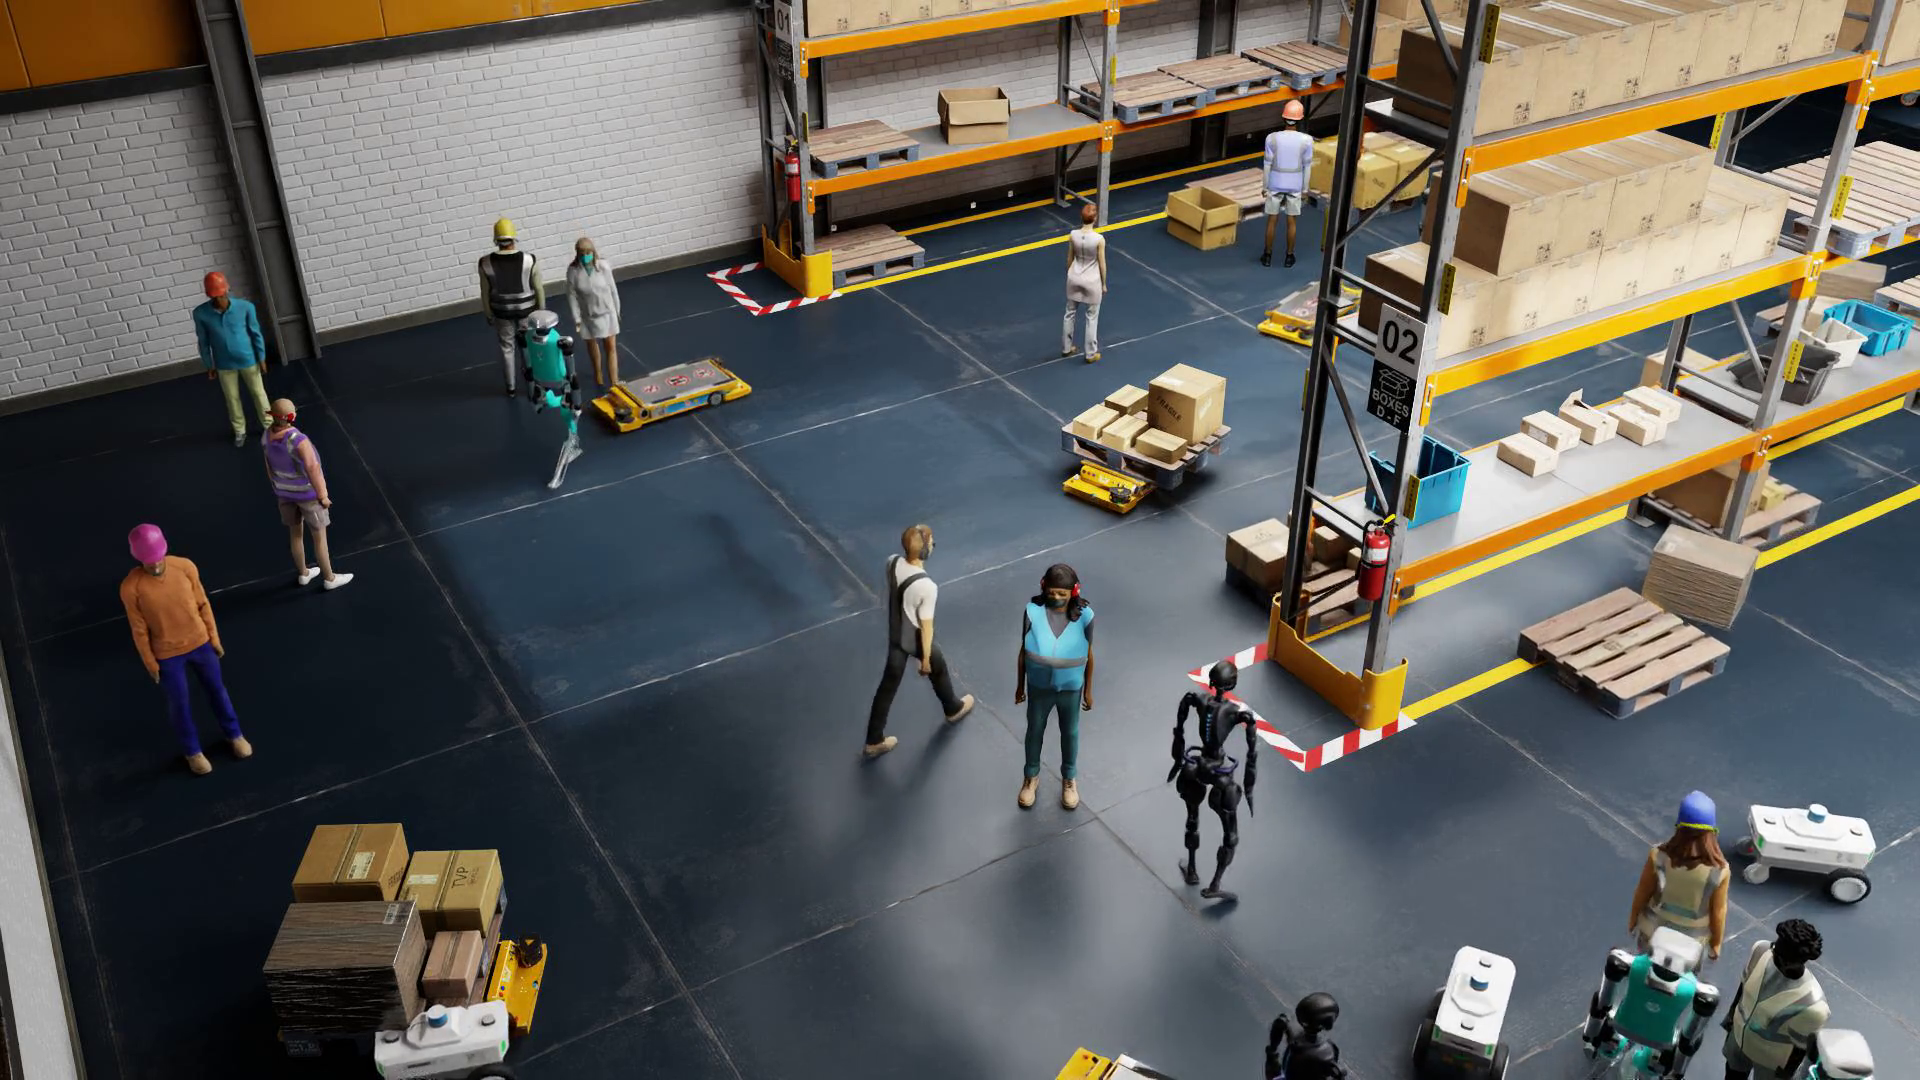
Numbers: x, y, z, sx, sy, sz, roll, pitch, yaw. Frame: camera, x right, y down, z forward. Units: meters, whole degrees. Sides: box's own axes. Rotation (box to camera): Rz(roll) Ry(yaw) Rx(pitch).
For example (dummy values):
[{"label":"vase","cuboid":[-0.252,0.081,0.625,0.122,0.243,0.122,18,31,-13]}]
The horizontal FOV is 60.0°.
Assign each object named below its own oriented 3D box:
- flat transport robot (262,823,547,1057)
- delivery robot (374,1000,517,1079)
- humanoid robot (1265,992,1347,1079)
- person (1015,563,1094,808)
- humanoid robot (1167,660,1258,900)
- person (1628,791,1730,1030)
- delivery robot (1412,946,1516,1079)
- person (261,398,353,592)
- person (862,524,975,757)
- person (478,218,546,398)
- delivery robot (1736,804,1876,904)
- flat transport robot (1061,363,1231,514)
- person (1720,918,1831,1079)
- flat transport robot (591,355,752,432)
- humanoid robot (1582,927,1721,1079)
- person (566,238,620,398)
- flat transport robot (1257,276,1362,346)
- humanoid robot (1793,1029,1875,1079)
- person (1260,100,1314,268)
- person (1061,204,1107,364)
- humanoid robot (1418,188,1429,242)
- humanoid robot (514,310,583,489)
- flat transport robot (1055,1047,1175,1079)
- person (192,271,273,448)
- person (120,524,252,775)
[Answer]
[{"label":"flat transport robot","cuboid":[-3.229,2.651,9.855,1.431,0.231,0.659,-1,32,-2]},{"label":"delivery robot","cuboid":[-2.838,2.845,9.292,0.782,0.611,0.511,-7,33,-11]},{"label":"humanoid robot","cuboid":[1.646,2.882,8.196,0.417,1.670,0.591,-18,36,-26]},{"label":"person","cuboid":[0.627,0.964,11.044,0.519,1.866,0.391,3,32,5]},{"label":"humanoid robot","cuboid":[1.549,1.506,10.364,0.612,1.645,0.467,18,37,27]},{"label":"person","cuboid":[3.946,2.188,9.195,0.507,1.744,0.538,18,37,27]},{"label":"delivery robot","cuboid":[2.916,2.716,9.487,0.502,0.599,0.771,15,35,22]},{"label":"person","cuboid":[-5.278,-0.363,13.319,0.493,1.693,0.341,11,34,17]},{"label":"person","cuboid":[-0.313,0.670,11.586,0.506,1.796,1.002,27,41,36]},{"label":"person","cuboid":[-4.336,-2.253,16.218,0.598,1.820,0.403,-6,33,-10]},{"label":"delivery robot","cuboid":[5.461,1.970,10.692,0.817,0.614,0.499,6,33,10]},{"label":"flat transport robot","cuboid":[1.626,-0.695,15.192,0.659,0.231,1.431,23,39,32]},{"label":"person","cuboid":[4.152,2.601,8.593,0.320,1.693,0.532,-8,33,-12]},{"label":"flat transport robot","cuboid":[-2.840,-1.450,16.396,1.431,0.231,0.659,-21,38,-29]},{"label":"humanoid robot","cuboid":[3.543,2.527,8.672,0.600,1.774,0.863,17,36,25]},{"label":"person","cuboid":[-3.567,-2.164,16.265,0.494,1.615,0.862,-5,32,-8]},{"label":"flat transport robot","cuboid":[3.879,-2.490,18.055,0.659,0.231,1.431,23,39,32]},{"label":"humanoid robot","cuboid":[3.790,3.001,7.911,0.666,1.796,0.540,1,32,1]},{"label":"person","cuboid":[3.712,-4.056,18.984,0.544,1.937,0.358,5,32,8]},{"label":"person","cuboid":[1.274,-2.615,16.954,0.436,1.651,0.291,17,36,25]},{"label":"humanoid robot","cuboid":[5.147,-3.023,17.514,0.718,1.789,0.538,-25,40,-34]},{"label":"humanoid robot","cuboid":[-3.527,-1.322,14.816,0.555,1.733,0.990,8,33,13]},{"label":"flat transport robot","cuboid":[1.103,3.238,8.920,1.431,0.231,0.659,19,37,28]},{"label":"person","cuboid":[-6.696,-1.667,15.351,0.565,1.744,0.349,-9,33,-14]},{"label":"person","cuboid":[-5.309,0.726,11.327,0.517,1.974,0.403,-26,40,-35]}]
